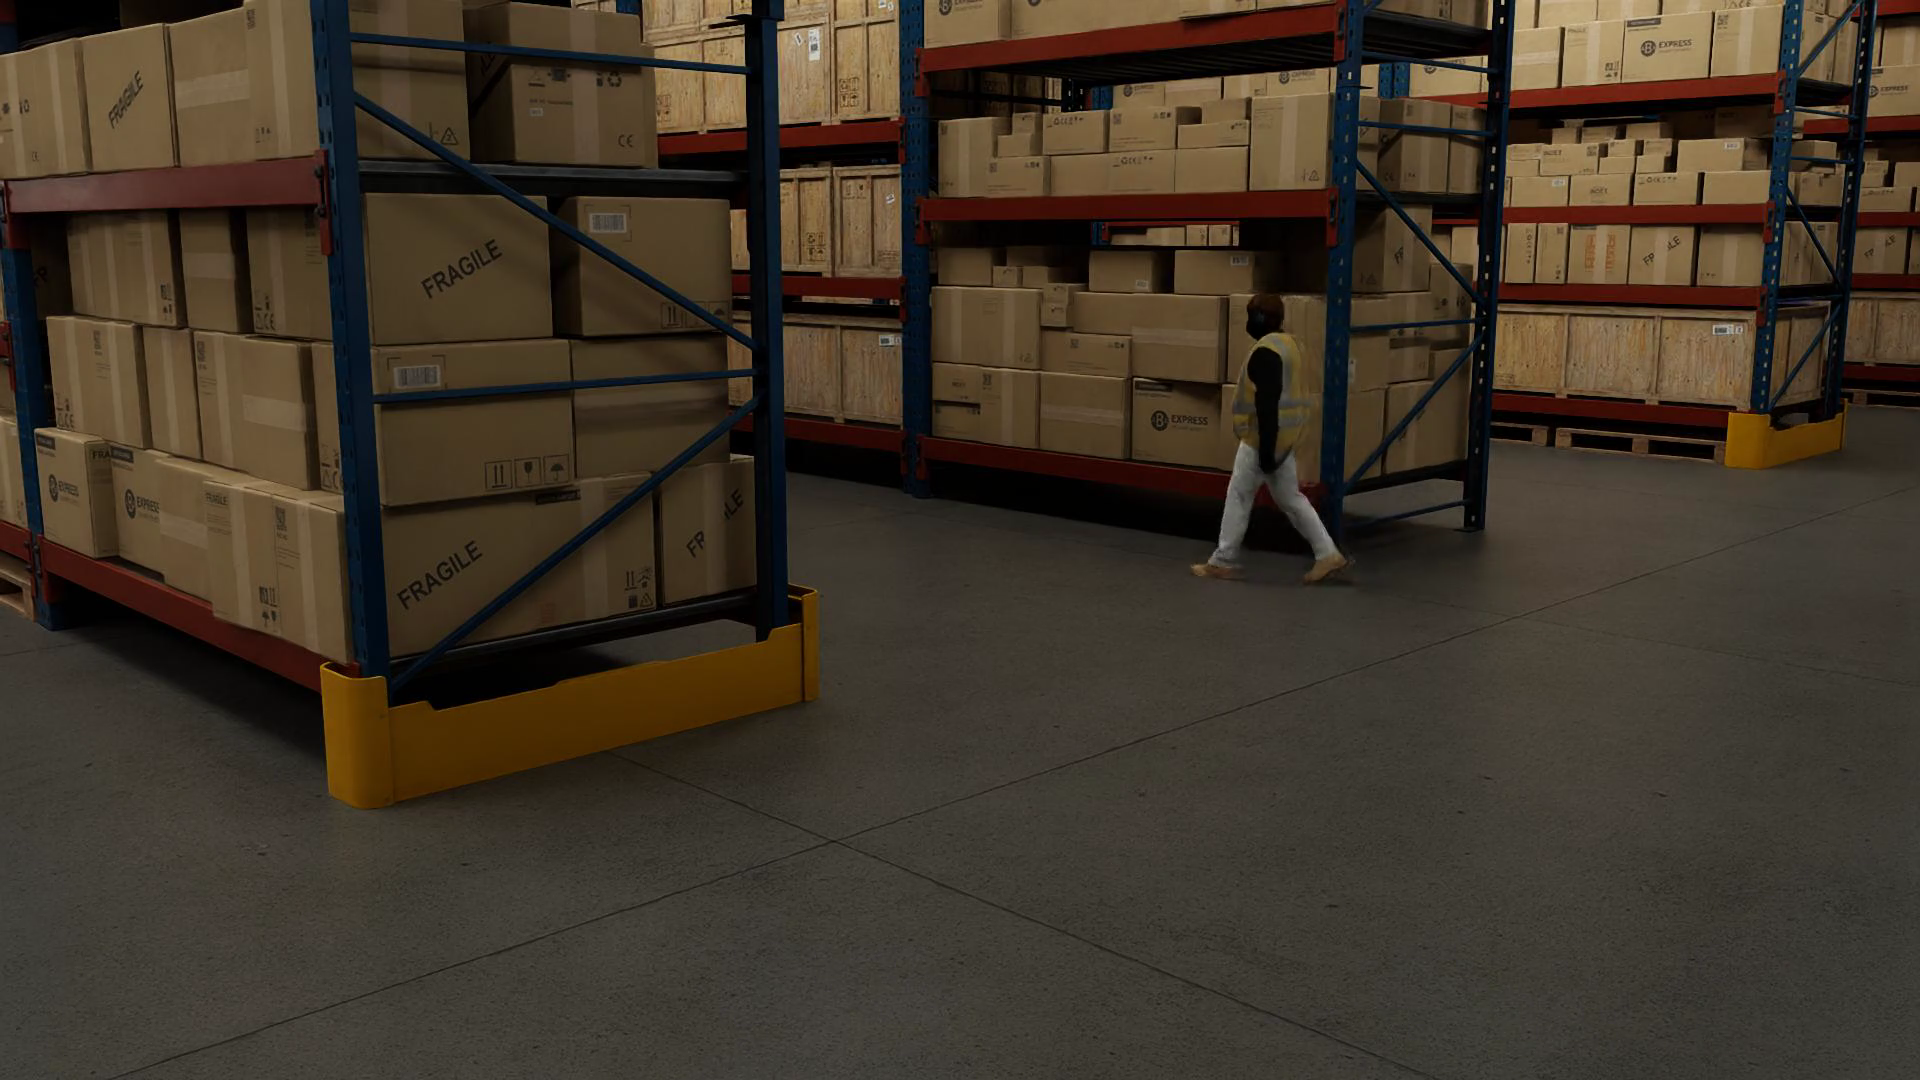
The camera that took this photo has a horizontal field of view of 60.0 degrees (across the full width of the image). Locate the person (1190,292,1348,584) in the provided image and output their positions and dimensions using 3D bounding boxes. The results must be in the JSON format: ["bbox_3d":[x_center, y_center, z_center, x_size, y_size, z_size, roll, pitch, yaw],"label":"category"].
[{"bbox_3d":[1.951,-0.619,10.216,0.938,1.796,0.629,4,11,22],"label":"person"}]

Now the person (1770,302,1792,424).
[{"bbox_3d":[9.069,-2.237,18.674,0.552,1.919,0.774,-3,11,-17],"label":"person"}]
